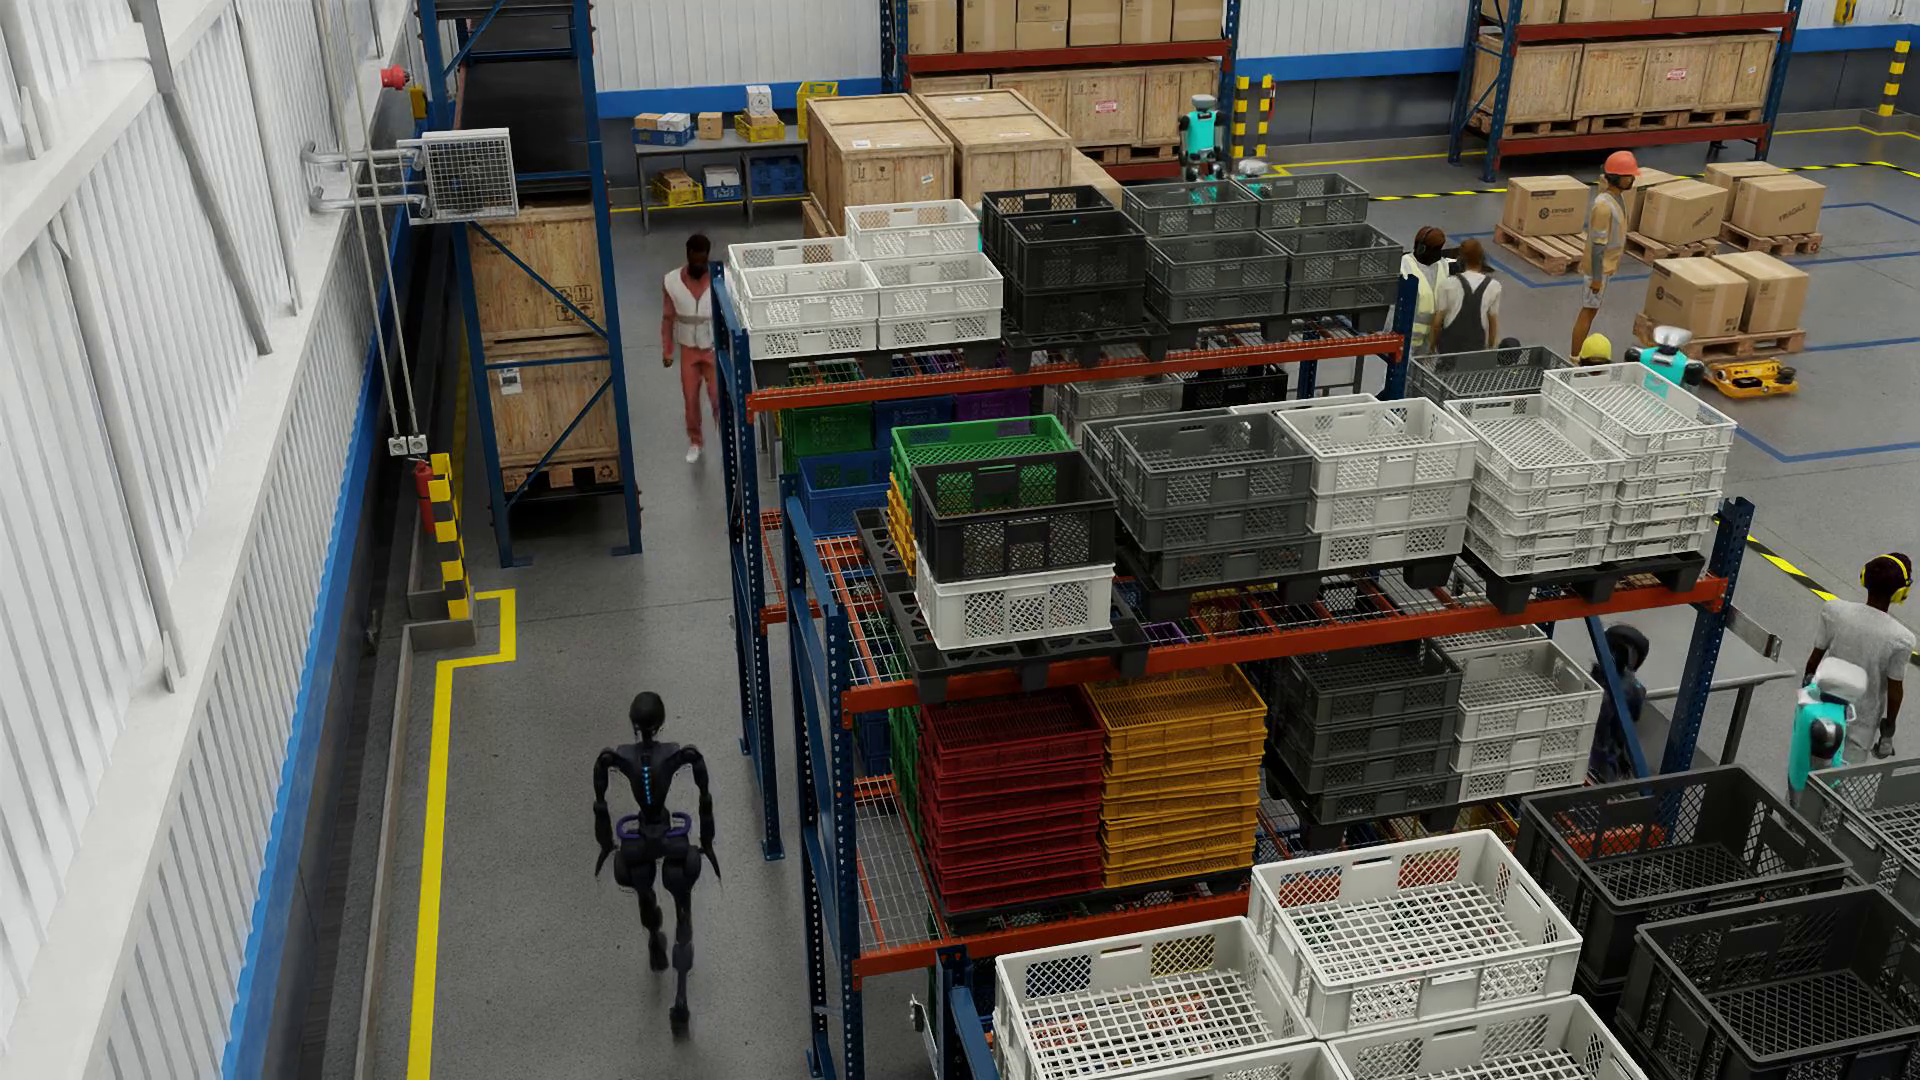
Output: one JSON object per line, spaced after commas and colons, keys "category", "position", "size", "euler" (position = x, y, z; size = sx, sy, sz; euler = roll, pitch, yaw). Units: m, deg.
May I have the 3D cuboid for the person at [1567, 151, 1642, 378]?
{"category": "person", "position": [5.707, -2.433, 14.758], "size": [0.365, 2.048, 0.607], "euler": [14, 31, 25]}

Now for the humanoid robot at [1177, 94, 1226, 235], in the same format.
{"category": "humanoid robot", "position": [2.639, -3.728, 17.645], "size": [0.538, 1.869, 0.740], "euler": [-11, 30, -19]}

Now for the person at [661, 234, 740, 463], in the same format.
{"category": "person", "position": [-2.045, -1.521, 13.186], "size": [0.660, 1.893, 0.465], "euler": [1, 28, 2]}

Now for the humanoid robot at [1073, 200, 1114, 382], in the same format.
{"category": "humanoid robot", "position": [1.209, -2.178, 14.680], "size": [0.549, 1.860, 0.670], "euler": [12, 30, 22]}

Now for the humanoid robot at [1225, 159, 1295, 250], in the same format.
{"category": "humanoid robot", "position": [2.929, -2.823, 15.857], "size": [1.014, 1.737, 0.544], "euler": [-22, 35, -35]}

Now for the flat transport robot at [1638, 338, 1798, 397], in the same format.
{"category": "flat transport robot", "position": [6.921, -1.685, 15.213], "size": [0.652, 0.197, 1.431], "euler": [-6, 28, -12]}

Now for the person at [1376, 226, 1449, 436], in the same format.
{"category": "person", "position": [3.693, -1.662, 13.527], "size": [0.628, 1.835, 0.429], "euler": [-15, 31, -26]}

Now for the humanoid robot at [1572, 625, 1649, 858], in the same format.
{"category": "humanoid robot", "position": [3.242, 1.159, 8.336], "size": [0.371, 1.656, 0.589], "euler": [14, 31, 25]}

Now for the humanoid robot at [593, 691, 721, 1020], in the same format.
{"category": "humanoid robot", "position": [-1.430, 1.477, 7.777], "size": [0.598, 1.635, 0.730], "euler": [-3, 28, -6]}

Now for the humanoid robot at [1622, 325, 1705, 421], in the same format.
{"category": "humanoid robot", "position": [5.030, -0.791, 12.017], "size": [0.544, 1.775, 1.006], "euler": [17, 32, 29]}

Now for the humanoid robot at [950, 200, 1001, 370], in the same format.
{"category": "humanoid robot", "position": [0.104, -1.913, 14.193], "size": [0.545, 1.881, 0.711], "euler": [22, 35, 36]}

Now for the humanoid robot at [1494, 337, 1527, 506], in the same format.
{"category": "humanoid robot", "position": [3.766, -0.634, 11.722], "size": [0.599, 1.657, 0.315], "euler": [-1, 28, -2]}

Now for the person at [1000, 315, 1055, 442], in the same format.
{"category": "person", "position": [0.520, -1.369, 12.928], "size": [0.531, 1.868, 0.309], "euler": [16, 32, 28]}

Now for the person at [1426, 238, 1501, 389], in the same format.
{"category": "person", "position": [4.016, -1.536, 13.366], "size": [0.517, 1.747, 1.058], "euler": [3, 28, 5]}

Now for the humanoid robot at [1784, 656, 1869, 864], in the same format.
{"category": "humanoid robot", "position": [4.169, 1.413, 7.866], "size": [0.697, 1.843, 0.533], "euler": [9, 29, 17]}

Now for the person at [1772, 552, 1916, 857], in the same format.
{"category": "person", "position": [4.600, 0.900, 8.620], "size": [0.328, 1.873, 0.518], "euler": [-18, 33, -31]}

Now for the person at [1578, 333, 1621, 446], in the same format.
{"category": "person", "position": [4.296, -0.587, 11.552], "size": [0.523, 1.769, 0.306], "euler": [5, 28, 9]}
